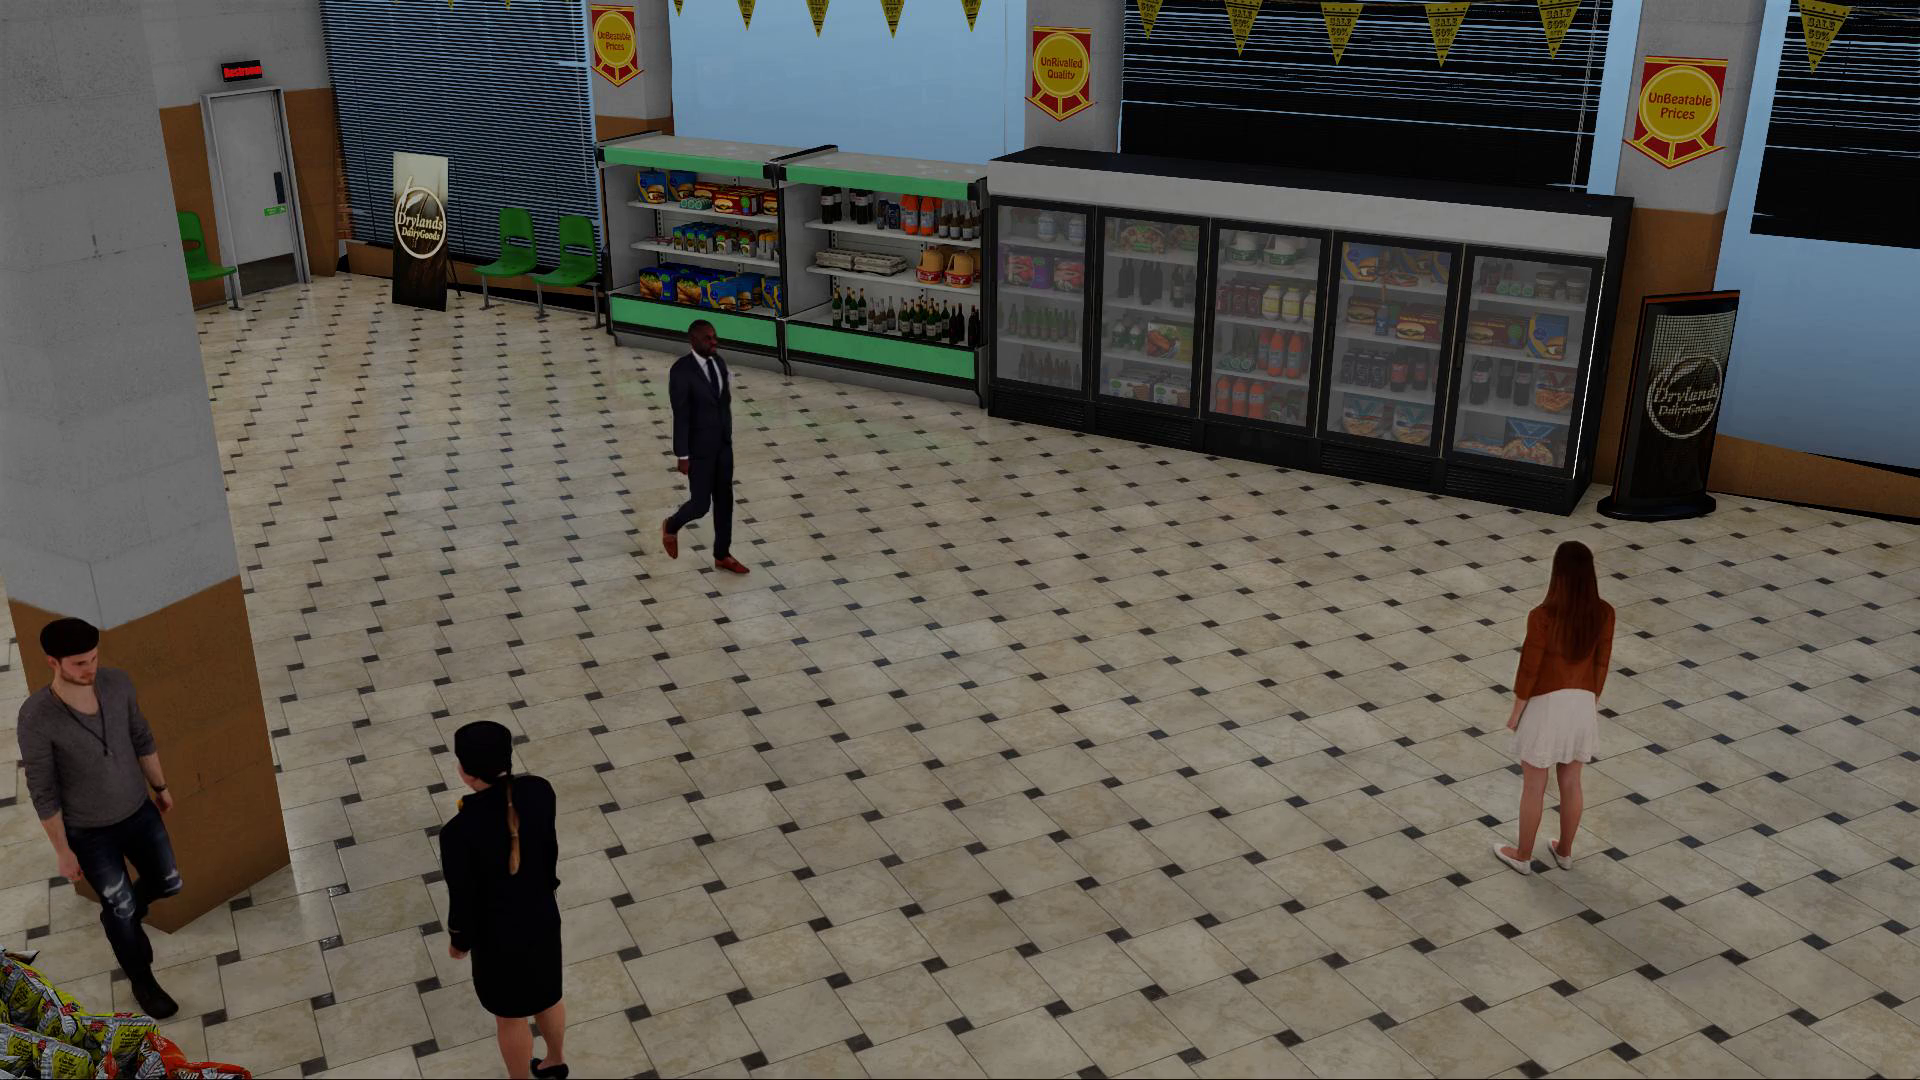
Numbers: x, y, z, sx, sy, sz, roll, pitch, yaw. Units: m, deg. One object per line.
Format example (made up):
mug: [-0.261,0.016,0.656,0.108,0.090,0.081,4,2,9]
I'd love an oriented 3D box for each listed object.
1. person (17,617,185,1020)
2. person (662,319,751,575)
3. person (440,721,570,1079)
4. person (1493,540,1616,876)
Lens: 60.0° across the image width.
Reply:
person: [-3.626,1.139,6.960,0.844,1.877,0.740,11,24,25]
person: [-1.810,-0.646,11.504,0.854,1.801,0.710,14,26,31]
person: [-1.733,1.475,6.400,0.625,1.671,0.699,14,26,31]
person: [2.876,0.813,7.981,0.691,1.719,0.766,-4,22,-9]
